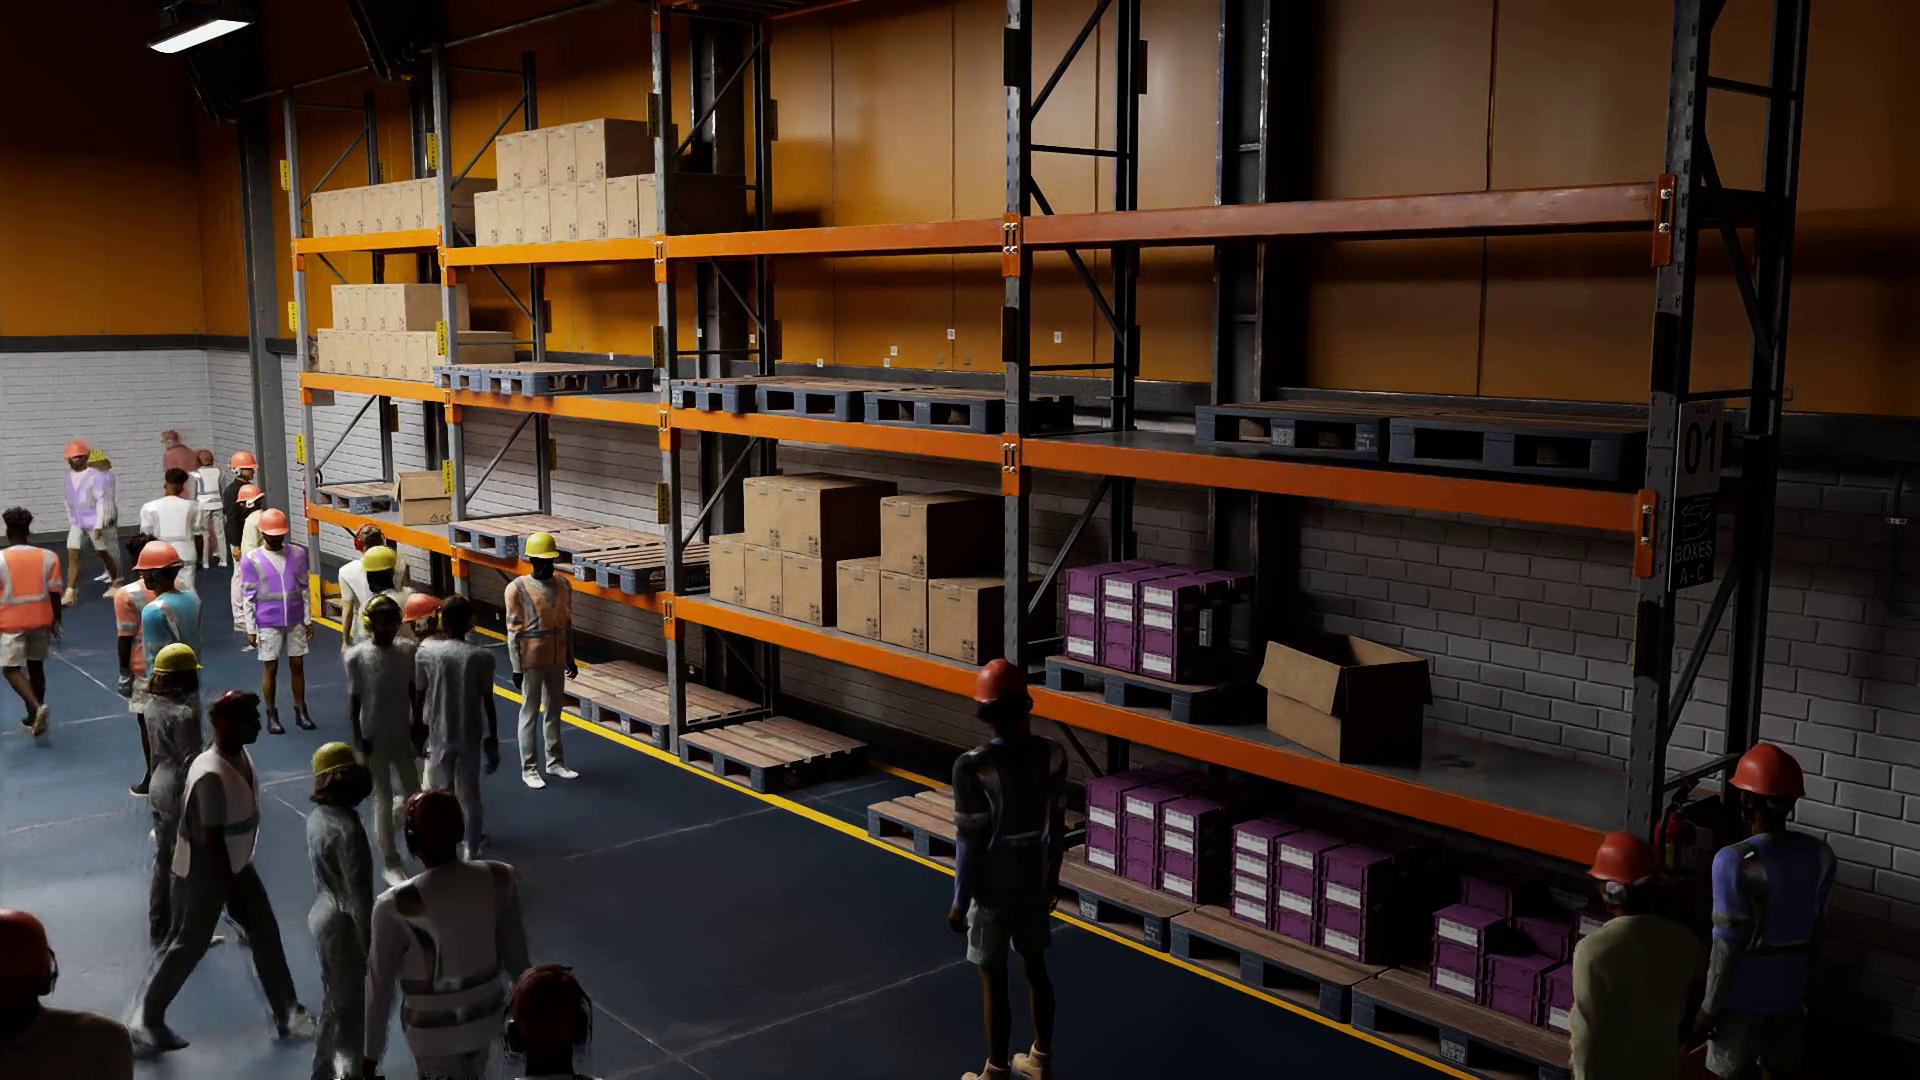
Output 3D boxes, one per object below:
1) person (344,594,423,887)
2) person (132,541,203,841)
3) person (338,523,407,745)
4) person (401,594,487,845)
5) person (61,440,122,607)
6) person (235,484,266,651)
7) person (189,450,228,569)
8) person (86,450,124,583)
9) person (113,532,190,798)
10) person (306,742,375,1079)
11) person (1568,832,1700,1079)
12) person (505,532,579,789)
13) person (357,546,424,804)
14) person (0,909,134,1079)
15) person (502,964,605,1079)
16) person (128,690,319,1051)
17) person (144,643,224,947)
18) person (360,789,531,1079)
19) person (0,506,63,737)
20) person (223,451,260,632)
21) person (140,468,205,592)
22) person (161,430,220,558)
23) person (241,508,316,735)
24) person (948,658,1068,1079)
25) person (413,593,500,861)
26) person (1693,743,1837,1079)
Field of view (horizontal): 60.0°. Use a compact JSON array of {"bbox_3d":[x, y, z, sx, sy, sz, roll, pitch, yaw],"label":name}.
[{"bbox_3d":[-3.583,1.237,10.404,0.507,1.847,0.534,-8,11,-44],"label":"person"},{"bbox_3d":[-5.358,1.017,11.269,0.391,2.040,0.615,0,8,1],"label":"person"},{"bbox_3d":[-4.773,0.781,13.590,0.563,1.847,0.390,-8,11,-43],"label":"person"},{"bbox_3d":[-3.567,1.202,11.126,0.854,1.703,0.572,2,8,12],"label":"person"},{"bbox_3d":[-10.524,-0.219,20.054,0.627,1.991,1.053,2,8,11],"label":"person"},{"bbox_3d":[-7.371,0.284,17.420,0.355,1.737,0.578,-1,8,-7],"label":"person"},{"bbox_3d":[-10.227,-0.415,22.652,0.312,1.632,0.519,7,10,38],"label":"person"},{"bbox_3d":[-11.141,-0.315,21.619,0.491,1.732,0.324,6,10,37],"label":"person"},{"bbox_3d":[-5.947,0.916,12.288,0.383,1.958,0.602,4,9,25],"label":"person"},{"bbox_3d":[-2.700,1.759,7.314,0.313,1.706,0.599,-5,10,-31],"label":"person"},{"bbox_3d":[2.375,1.911,6.154,0.584,1.718,0.796,-3,9,-20],"label":"person"},{"bbox_3d":[-3.135,0.891,12.542,0.367,1.927,0.590,6,10,36],"label":"person"},{"bbox_3d":[-4.209,0.977,12.100,0.887,1.882,0.615,3,9,20],"label":"person"},{"bbox_3d":[-2.642,1.992,4.713,0.613,1.984,0.409,-3,9,-21],"label":"person"},{"bbox_3d":[-1.148,2.066,4.650,0.593,1.851,0.870,-2,8,-13],"label":"person"},{"bbox_3d":[-3.609,1.607,8.067,0.978,1.797,0.580,-1,8,-5],"label":"person"},{"bbox_3d":[-4.413,1.443,9.400,0.483,1.734,0.356,7,11,42],"label":"person"},{"bbox_3d":[-1.943,1.843,6.276,0.806,1.849,0.593,7,11,40],"label":"person"},{"bbox_3d":[-7.775,0.689,13.866,0.741,1.947,0.609,7,11,40],"label":"person"},{"bbox_3d":[-7.910,0.009,18.442,0.388,1.992,0.625,0,8,-1],"label":"person"},{"bbox_3d":[-8.260,0.198,17.461,0.633,1.900,0.969,-4,9,-25],"label":"person"},{"bbox_3d":[-10.948,-0.624,23.413,1.044,1.833,0.725,2,8,14],"label":"person"},{"bbox_3d":[-5.734,0.682,14.023,0.554,1.923,0.391,-7,11,-42],"label":"person"},{"bbox_3d":[0.199,1.549,7.575,0.611,2.040,0.392,-6,10,-34],"label":"person"},{"bbox_3d":[-3.158,1.249,10.407,0.518,1.827,0.918,-2,9,-16],"label":"person"},{"bbox_3d":[3.117,1.751,6.527,0.551,1.936,0.356,-3,9,-20],"label":"person"}]
